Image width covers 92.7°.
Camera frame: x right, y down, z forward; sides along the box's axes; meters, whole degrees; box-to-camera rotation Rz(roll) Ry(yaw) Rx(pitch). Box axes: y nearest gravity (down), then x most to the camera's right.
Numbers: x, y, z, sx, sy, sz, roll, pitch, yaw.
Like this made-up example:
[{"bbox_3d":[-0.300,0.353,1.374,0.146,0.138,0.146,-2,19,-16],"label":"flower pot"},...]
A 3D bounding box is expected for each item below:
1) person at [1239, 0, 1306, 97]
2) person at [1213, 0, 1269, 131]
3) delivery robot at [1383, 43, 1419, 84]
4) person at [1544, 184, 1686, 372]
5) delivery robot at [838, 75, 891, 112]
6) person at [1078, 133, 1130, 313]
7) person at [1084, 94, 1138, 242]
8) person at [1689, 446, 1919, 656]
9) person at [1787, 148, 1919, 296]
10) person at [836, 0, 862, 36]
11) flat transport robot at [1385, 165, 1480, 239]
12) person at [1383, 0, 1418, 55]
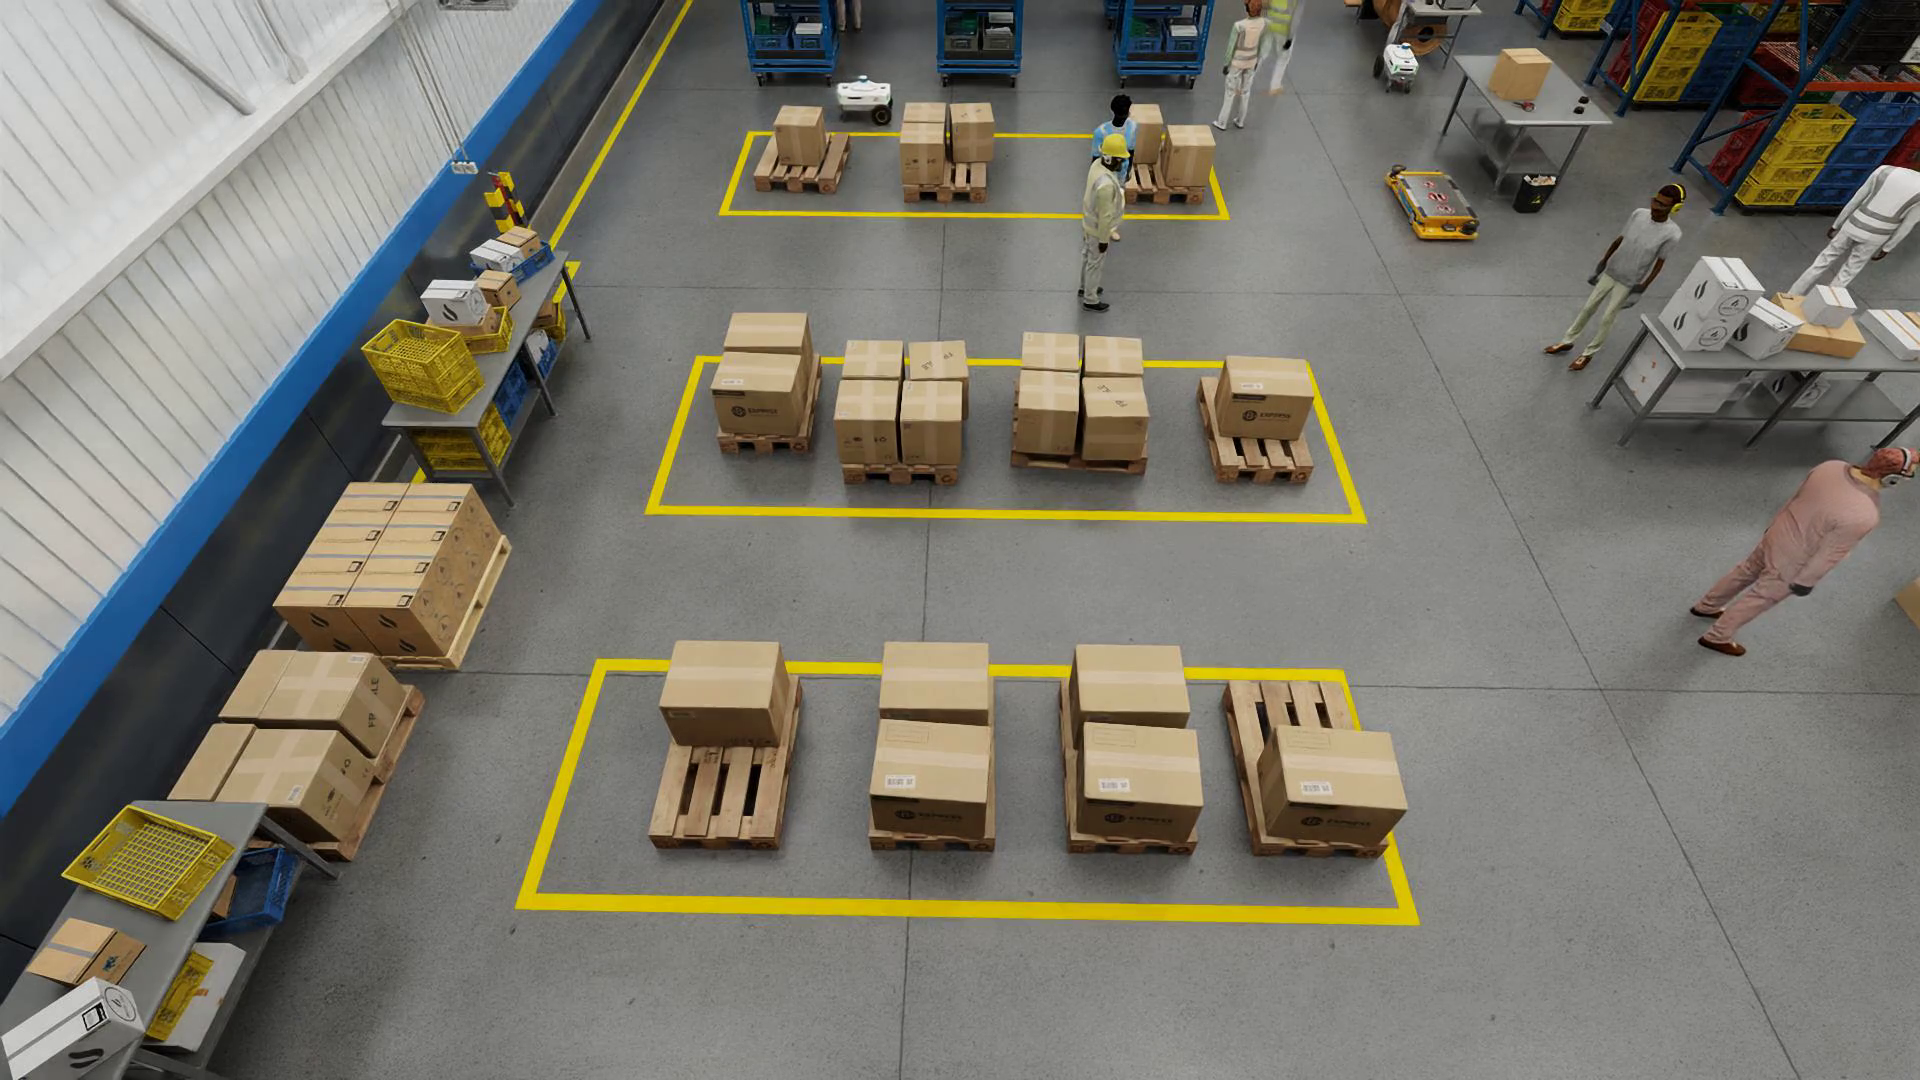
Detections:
[{"bbox_3d":[4.357,-7.043,12.635,0.707,1.784,0.662,-29,55,-22],"label":"person"},{"bbox_3d":[3.698,-6.235,12.018,0.519,1.632,0.317,-12,50,-10],"label":"person"},{"bbox_3d":[6.374,-6.919,13.257,0.477,0.478,0.707,4,49,4],"label":"delivery robot"},{"bbox_3d":[6.167,-2.439,8.576,0.320,1.871,0.533,-20,52,-17],"label":"person"},{"bbox_3d":[-1.307,-6.084,12.530,0.707,0.478,0.477,-1,49,0],"label":"delivery robot"},{"bbox_3d":[1.431,-3.191,9.254,0.404,1.829,0.591,-2,49,-2],"label":"person"},{"bbox_3d":[1.662,-4.056,10.097,0.534,1.687,0.322,-17,51,-15],"label":"person"},{"bbox_3d":[5.840,0.072,6.387,0.398,1.899,0.649,12,50,10],"label":"person"},{"bbox_3d":[8.970,-3.033,9.088,0.356,1.880,0.567,-29,55,-23],"label":"person"},{"bbox_3d":[-1.767,-8.846,14.051,0.622,1.982,0.412,-19,52,-16],"label":"person"},{"bbox_3d":[5.692,-4.094,11.059,0.652,0.197,1.431,1,49,1],"label":"flat transport robot"},{"bbox_3d":[6.577,-7.901,13.269,0.371,1.931,0.627,22,53,18],"label":"person"}]
